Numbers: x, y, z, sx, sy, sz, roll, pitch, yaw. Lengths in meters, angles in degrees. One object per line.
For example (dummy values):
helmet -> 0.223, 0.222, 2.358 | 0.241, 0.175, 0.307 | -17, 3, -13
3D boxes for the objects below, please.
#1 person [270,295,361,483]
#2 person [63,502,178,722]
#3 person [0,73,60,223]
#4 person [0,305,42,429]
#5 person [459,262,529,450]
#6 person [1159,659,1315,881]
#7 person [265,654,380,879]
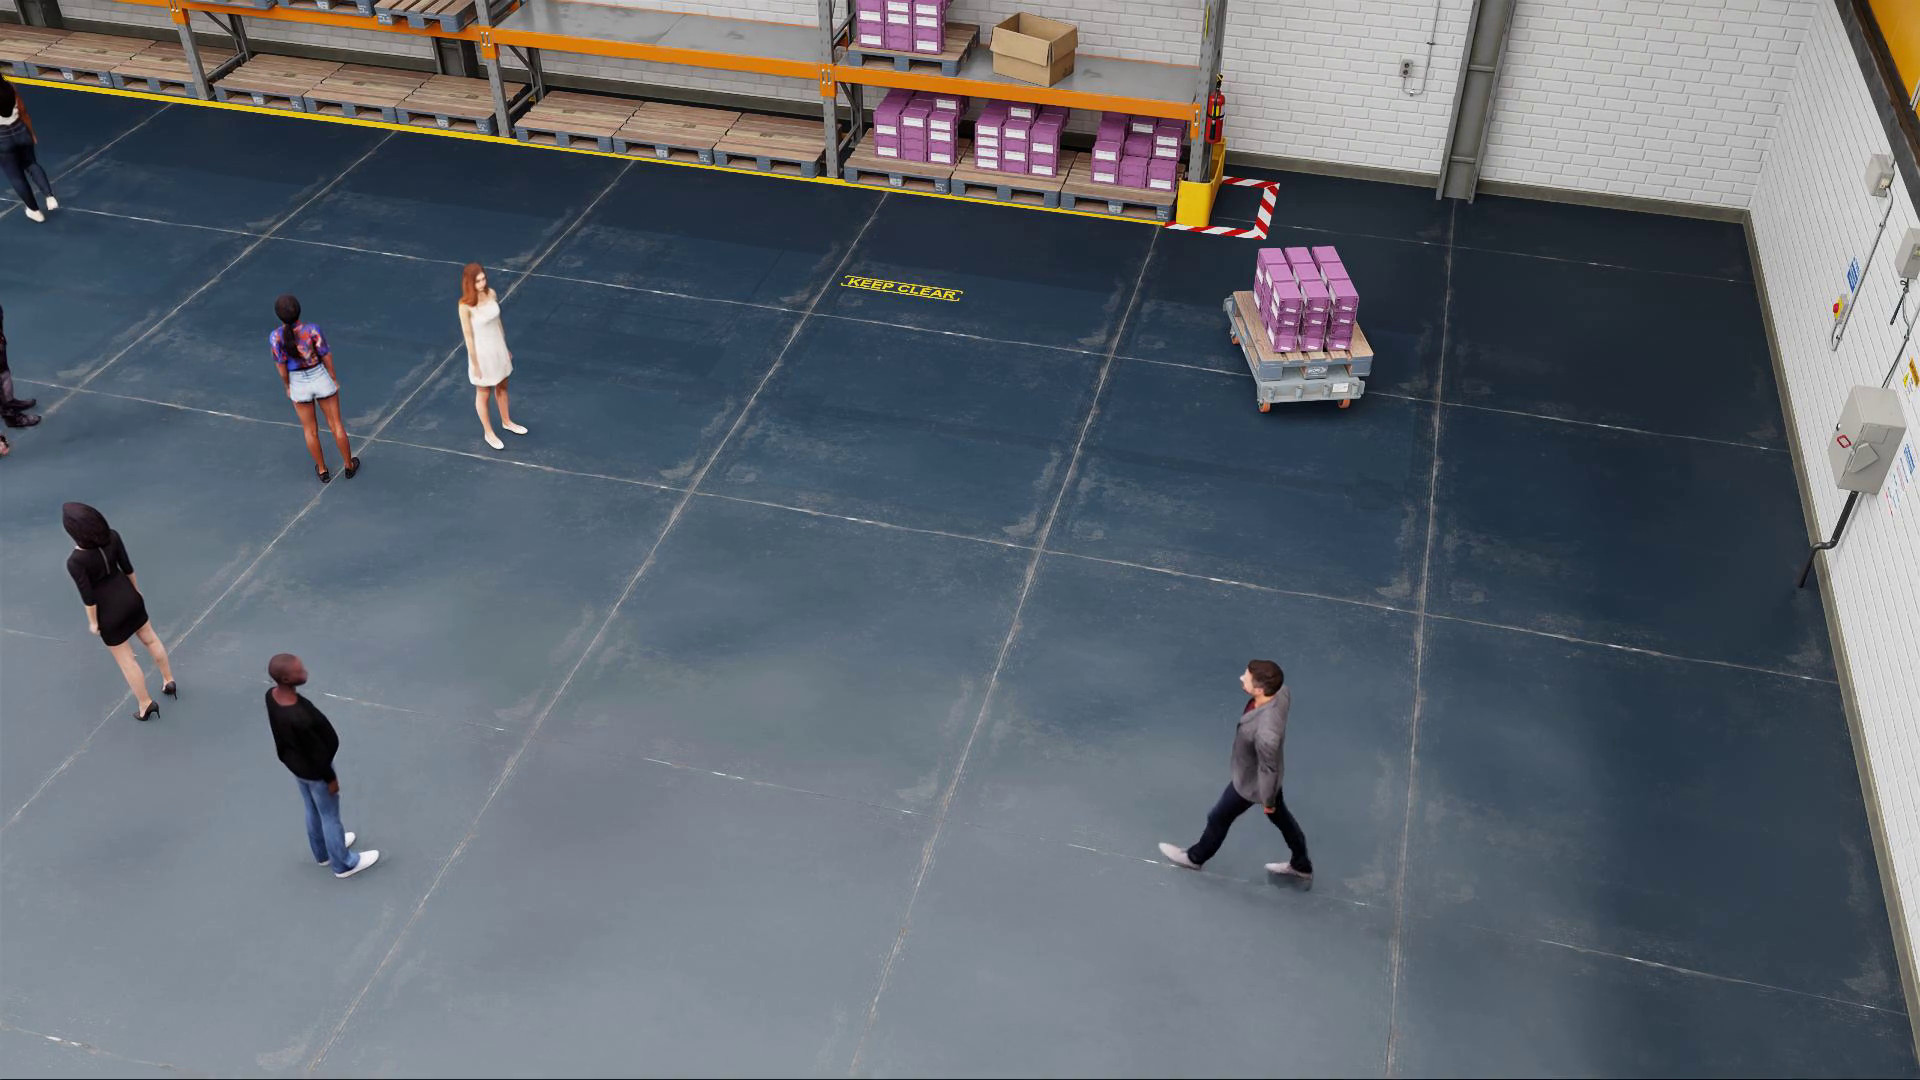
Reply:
person -> -5.301, -1.248, 13.597 | 0.631, 1.743, 0.731 | -12, 40, -14
person -> -5.757, 0.484, 11.377 | 0.513, 1.806, 0.608 | 14, 41, 17
person -> -9.722, -4.086, 17.108 | 0.815, 1.797, 0.759 | 27, 46, 29
person -> -8.377, -1.822, 14.231 | 0.803, 1.848, 0.746 | -19, 43, -23
person -> -3.996, -1.585, 14.049 | 0.631, 1.706, 0.624 | 24, 44, 27
person -> 1.900, 1.456, 10.143 | 1.234, 1.827, 0.772 | 13, 40, 16
person -> -4.017, 1.393, 10.286 | 0.627, 1.747, 0.738 | 29, 47, 31
